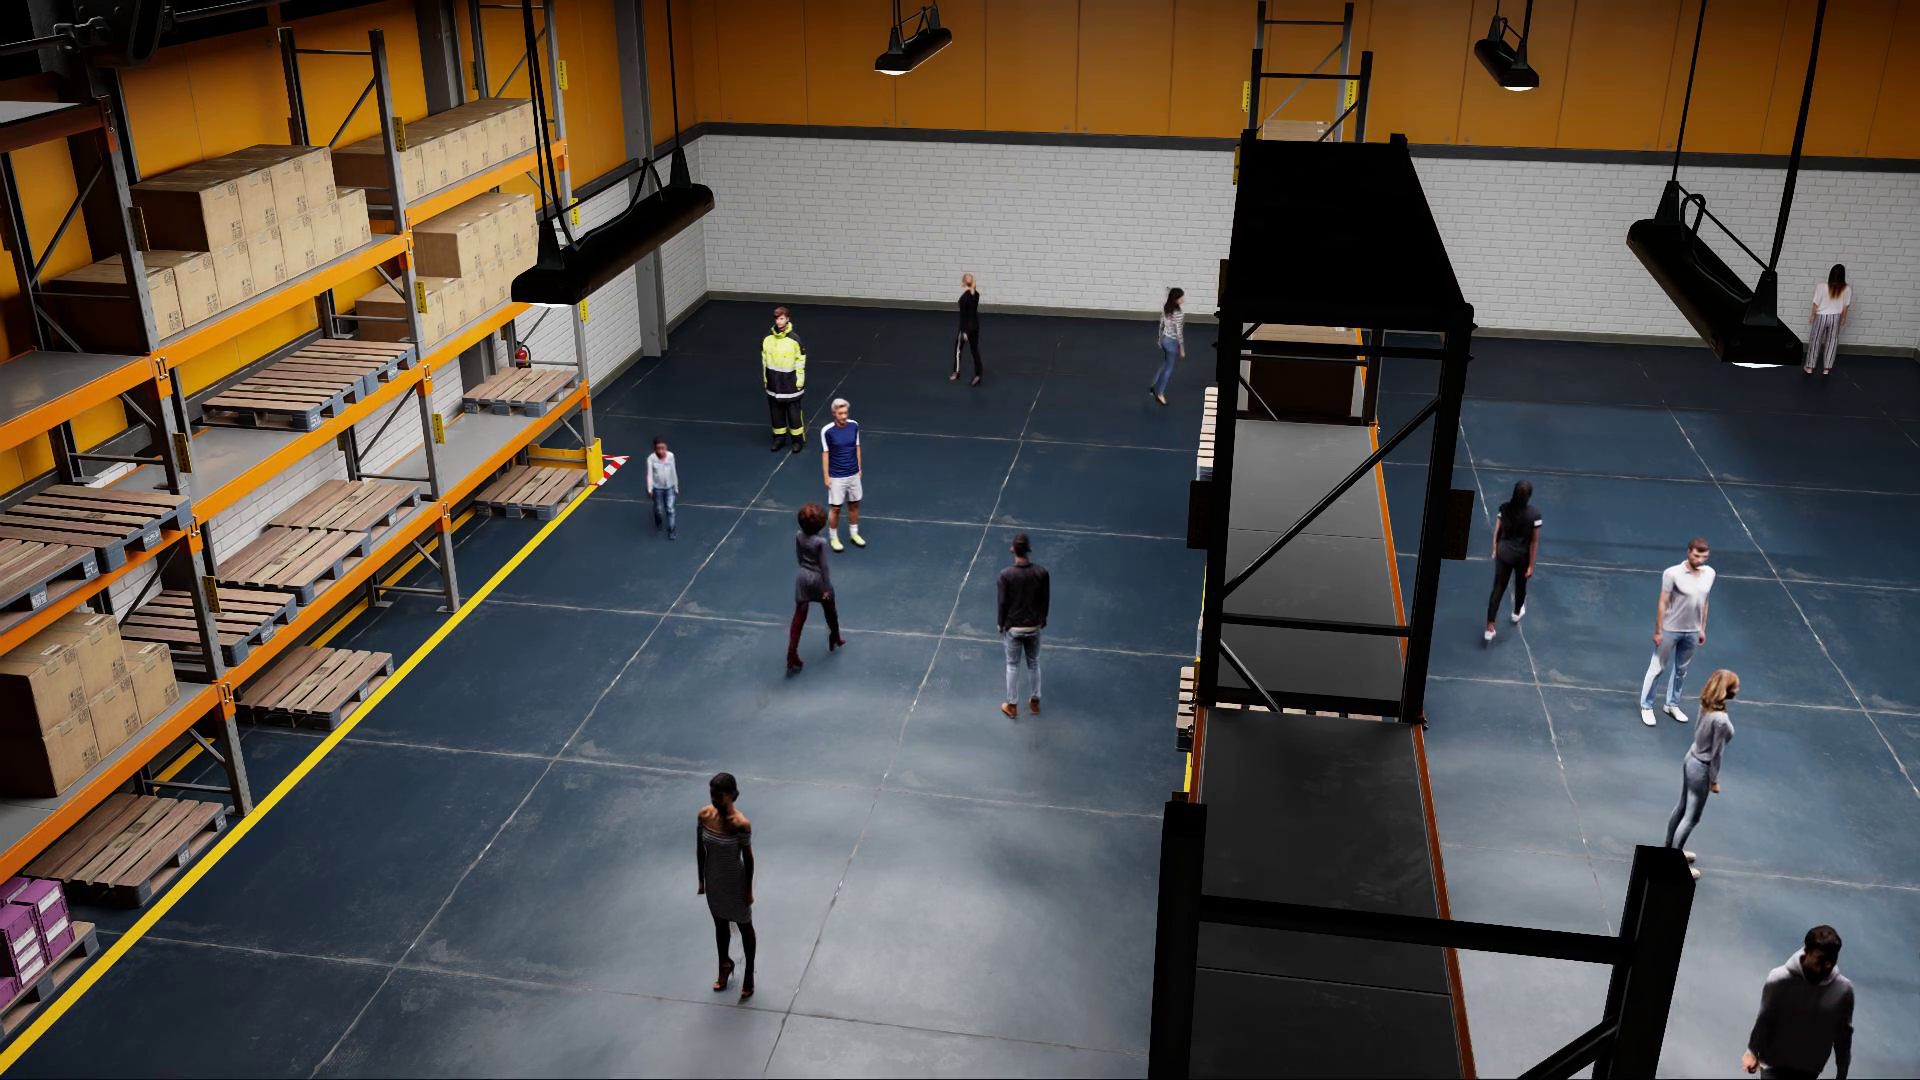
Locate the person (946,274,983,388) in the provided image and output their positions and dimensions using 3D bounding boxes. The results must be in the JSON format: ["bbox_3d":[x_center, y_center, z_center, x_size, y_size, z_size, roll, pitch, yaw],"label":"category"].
[{"bbox_3d":[0.202,-3.055,24.461,0.924,1.681,0.908,22,32,40],"label":"person"}]

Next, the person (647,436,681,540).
[{"bbox_3d":[-3.483,-0.652,19.504,0.650,1.249,0.737,-8,25,-18],"label":"person"}]

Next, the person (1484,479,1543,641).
[{"bbox_3d":[5.595,0.235,16.937,0.945,1.679,1.284,15,28,30],"label":"person"}]

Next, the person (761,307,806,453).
[{"bbox_3d":[-2.325,-2.134,21.983,0.784,1.979,0.679,7,25,16],"label":"person"}]

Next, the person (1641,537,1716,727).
[{"bbox_3d":[6.654,0.817,15.385,0.711,1.855,0.658,-3,24,-7],"label":"person"}]

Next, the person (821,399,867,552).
[{"bbox_3d":[-1.349,-0.775,19.059,0.720,1.829,0.772,-15,28,-31],"label":"person"}]

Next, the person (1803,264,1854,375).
[{"bbox_3d":[13.120,-3.350,25.137,0.711,1.680,0.656,8,25,17],"label":"person"}]

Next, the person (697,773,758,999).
[{"bbox_3d":[-1.624,2.430,11.738,0.644,1.822,0.604,10,25,21],"label":"person"}]

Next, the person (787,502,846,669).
[{"bbox_3d":[-1.509,0.483,16.383,0.860,1.669,1.150,14,27,29],"label":"person"}]

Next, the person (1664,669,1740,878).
[{"bbox_3d":[5.854,1.828,13.155,0.643,1.789,0.469,5,24,10],"label":"person"}]

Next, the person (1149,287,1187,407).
[{"bbox_3d":[2.964,-2.739,23.633,0.862,1.765,0.749,-16,28,-32],"label":"person"}]

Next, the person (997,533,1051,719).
[{"bbox_3d":[0.588,0.797,15.457,0.733,1.835,0.701,-5,24,-12],"label":"person"}]

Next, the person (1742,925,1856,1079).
[{"bbox_3d":[5.040,3.104,10.132,0.819,1.873,1.224,1,24,2],"label":"person"}]
